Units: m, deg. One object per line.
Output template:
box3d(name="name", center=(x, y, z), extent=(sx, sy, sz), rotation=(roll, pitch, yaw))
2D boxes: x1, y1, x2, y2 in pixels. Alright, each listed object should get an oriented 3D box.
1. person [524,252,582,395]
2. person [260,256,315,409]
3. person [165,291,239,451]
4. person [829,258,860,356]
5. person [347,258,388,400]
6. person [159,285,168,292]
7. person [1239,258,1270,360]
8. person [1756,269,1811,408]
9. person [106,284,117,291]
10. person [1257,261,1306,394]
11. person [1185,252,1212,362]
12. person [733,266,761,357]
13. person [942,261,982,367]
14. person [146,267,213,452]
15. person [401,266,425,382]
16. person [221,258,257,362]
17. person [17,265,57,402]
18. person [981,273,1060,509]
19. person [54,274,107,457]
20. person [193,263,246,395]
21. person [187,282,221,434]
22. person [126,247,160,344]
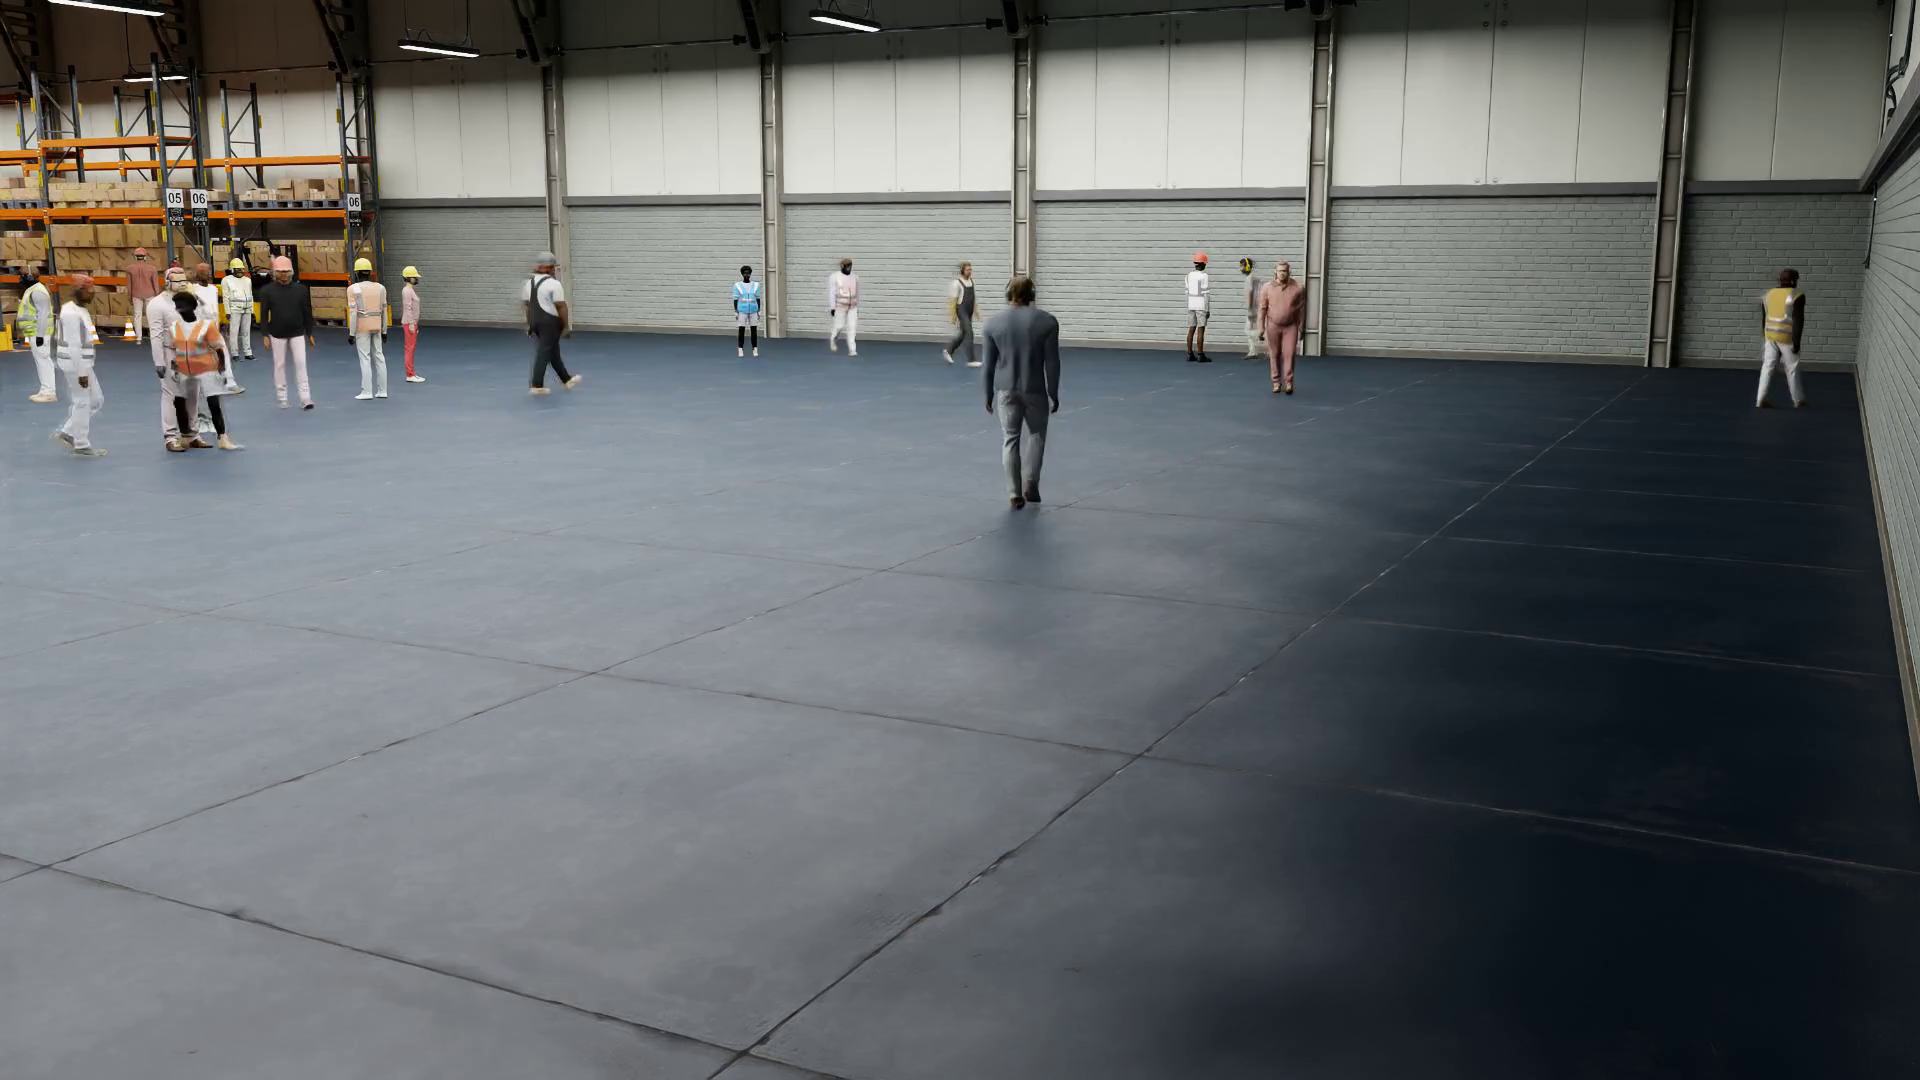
box3d(name="person", center=(-5.776, -3.103, 23.667), extent=(0.705, 2.000, 1.017), rotation=(9, 14, 41))
box3d(name="person", center=(-8.655, -2.654, 21.449), extent=(0.647, 1.990, 0.612), rotation=(-6, 12, -31))
box3d(name="person", center=(-7.903, -1.736, 17.255), extent=(0.795, 1.671, 0.349), rotation=(0, 10, 2))
box3d(name="person", center=(-2.164, -4.368, 31.145), extent=(0.637, 1.826, 0.696), rotation=(-6, 12, -28))
box3d(name="person", center=(-8.117, -2.882, 22.768), extent=(0.372, 1.925, 0.596), rotation=(7, 13, 35))
box3d(name="person", center=(-18.520, -5.688, 38.890), extent=(0.614, 1.621, 0.523), rotation=(7, 12, 33))
box3d(name="person", center=(5.295, -4.125, 29.786), extent=(0.637, 1.837, 0.562), rotation=(3, 11, 18))
box3d(name="person", center=(10.710, -2.602, 21.572), extent=(0.792, 1.807, 0.651), rotation=(-5, 11, -24))
box3d(name="person", center=(-21.312, -6.398, 42.003), extent=(0.460, 1.906, 0.591), rotation=(7, 12, 33))
box3d(name="person", center=(4.534, -2.982, 23.476), extent=(0.668, 1.860, 0.952), rotation=(2, 11, 10))
box3d(name="person", center=(4.233, -4.117, 29.474), extent=(0.355, 1.939, 0.543), rotation=(-8, 13, -36))
box3d(name="person", center=(-3.920, -4.208, 30.651), extent=(0.529, 1.689, 0.321), rotation=(-4, 11, -19))
box3d(name="person", center=(0.025, -3.898, 28.632), extent=(0.862, 1.816, 0.515), rotation=(7, 12, 33))
box3d(name="person", center=(-8.112, -1.879, 17.359), extent=(0.400, 1.907, 0.645), rotation=(5, 11, 23))
box3d(name="person", center=(-8.400, -3.306, 25.521), extent=(0.315, 1.769, 0.523), rotation=(-2, 11, -12))
box3d(name="person", center=(-12.821, -4.091, 29.618), extent=(0.403, 1.833, 0.590), rotation=(6, 12, 30))
box3d(name="person", center=(-12.452, -2.776, 22.425), extent=(0.429, 1.842, 0.632), rotation=(-7, 12, -33))
box3d(name="person", center=(0.503, -1.222, 13.714), extent=(0.654, 1.925, 0.515), rotation=(1, 10, 6))
box3d(name="person", center=(-8.853, -1.738, 16.724), extent=(0.499, 1.856, 0.632), rotation=(-3, 11, -15))
box3d(name="person", center=(-10.405, -2.917, 23.171), extent=(0.892, 1.845, 0.594), rotation=(4, 11, 19))
box3d(name="person", center=(-8.621, -2.037, 18.720), extent=(0.503, 1.713, 0.667), rotation=(-2, 11, -13))
box3d(name="person", center=(-16.857, -5.035, 34.354), extent=(0.614, 1.987, 0.401), rotation=(-4, 11, -19))
